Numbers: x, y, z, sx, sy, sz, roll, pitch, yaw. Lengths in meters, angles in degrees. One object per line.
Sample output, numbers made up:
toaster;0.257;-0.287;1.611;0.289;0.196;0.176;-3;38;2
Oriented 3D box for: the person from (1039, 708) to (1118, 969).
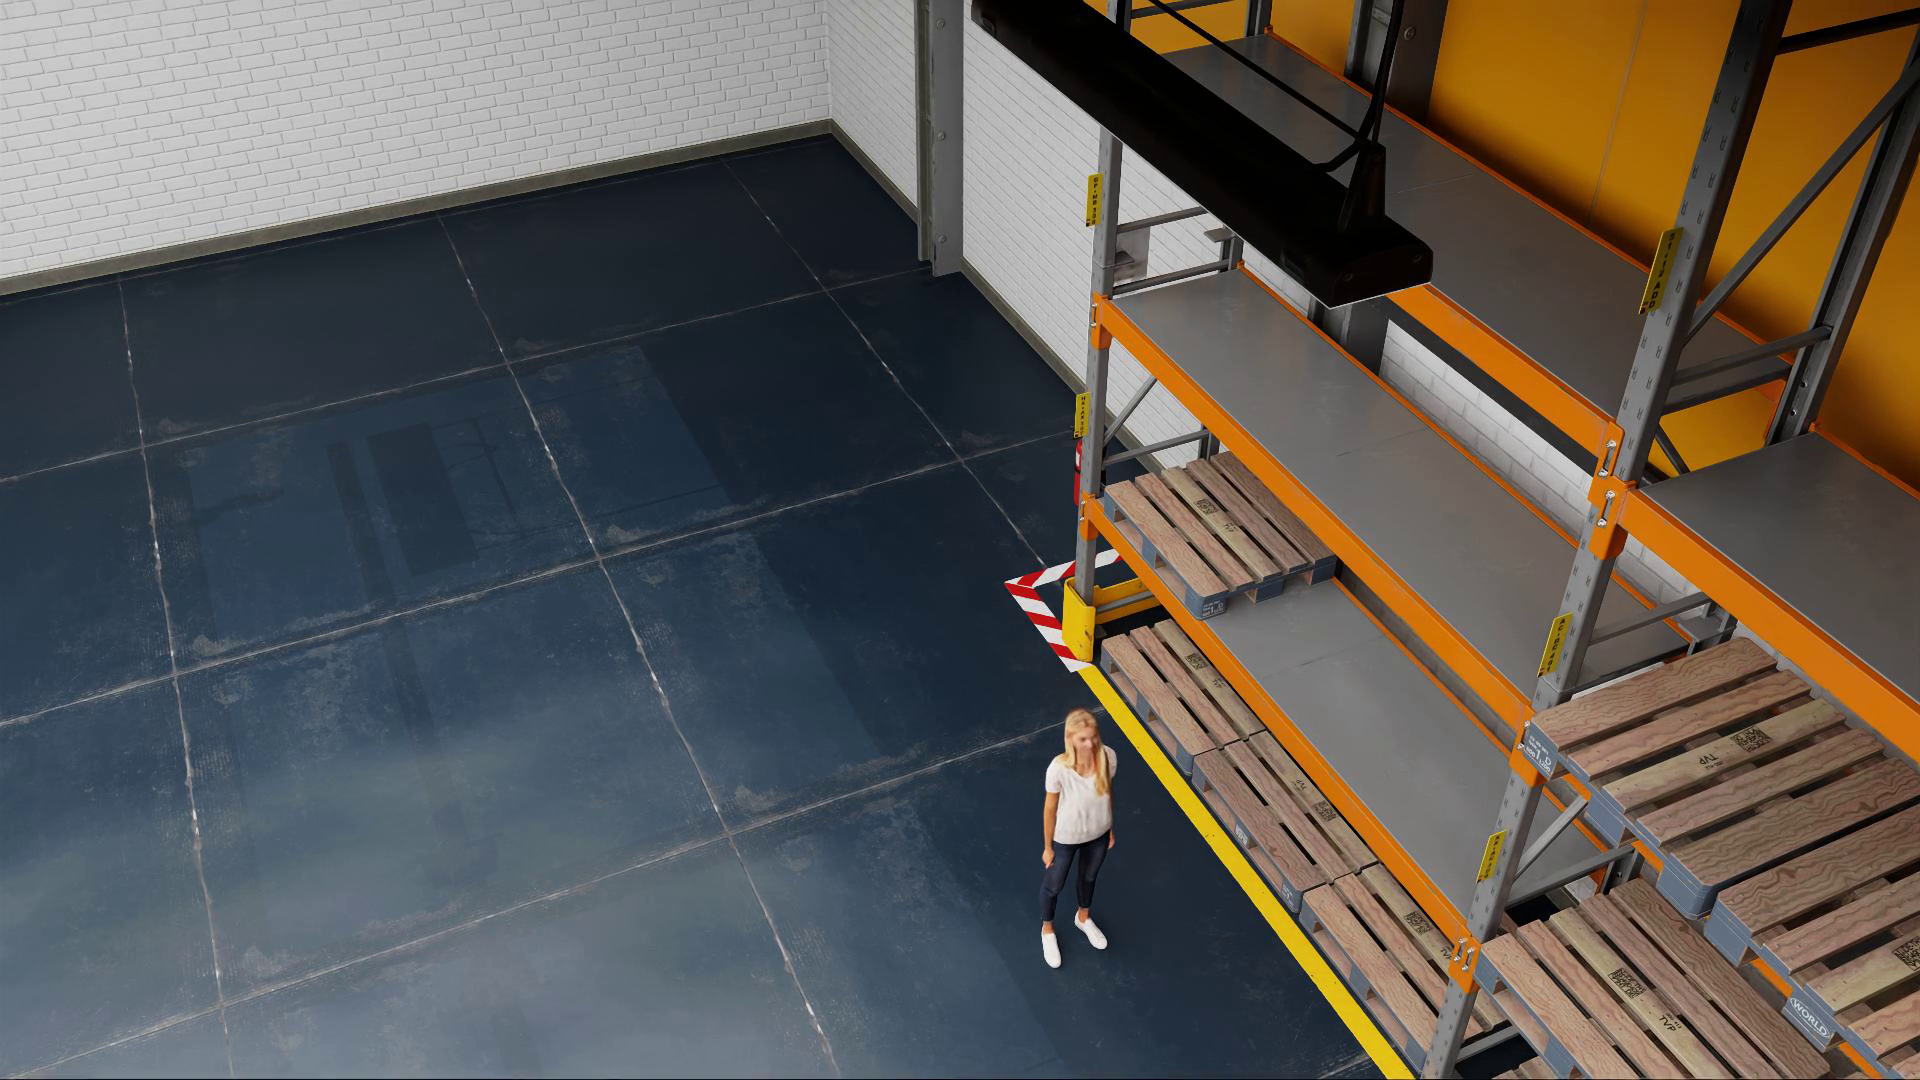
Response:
person;0.641;1.623;9.184;0.583;1.808;0.495;-16;41;-19
